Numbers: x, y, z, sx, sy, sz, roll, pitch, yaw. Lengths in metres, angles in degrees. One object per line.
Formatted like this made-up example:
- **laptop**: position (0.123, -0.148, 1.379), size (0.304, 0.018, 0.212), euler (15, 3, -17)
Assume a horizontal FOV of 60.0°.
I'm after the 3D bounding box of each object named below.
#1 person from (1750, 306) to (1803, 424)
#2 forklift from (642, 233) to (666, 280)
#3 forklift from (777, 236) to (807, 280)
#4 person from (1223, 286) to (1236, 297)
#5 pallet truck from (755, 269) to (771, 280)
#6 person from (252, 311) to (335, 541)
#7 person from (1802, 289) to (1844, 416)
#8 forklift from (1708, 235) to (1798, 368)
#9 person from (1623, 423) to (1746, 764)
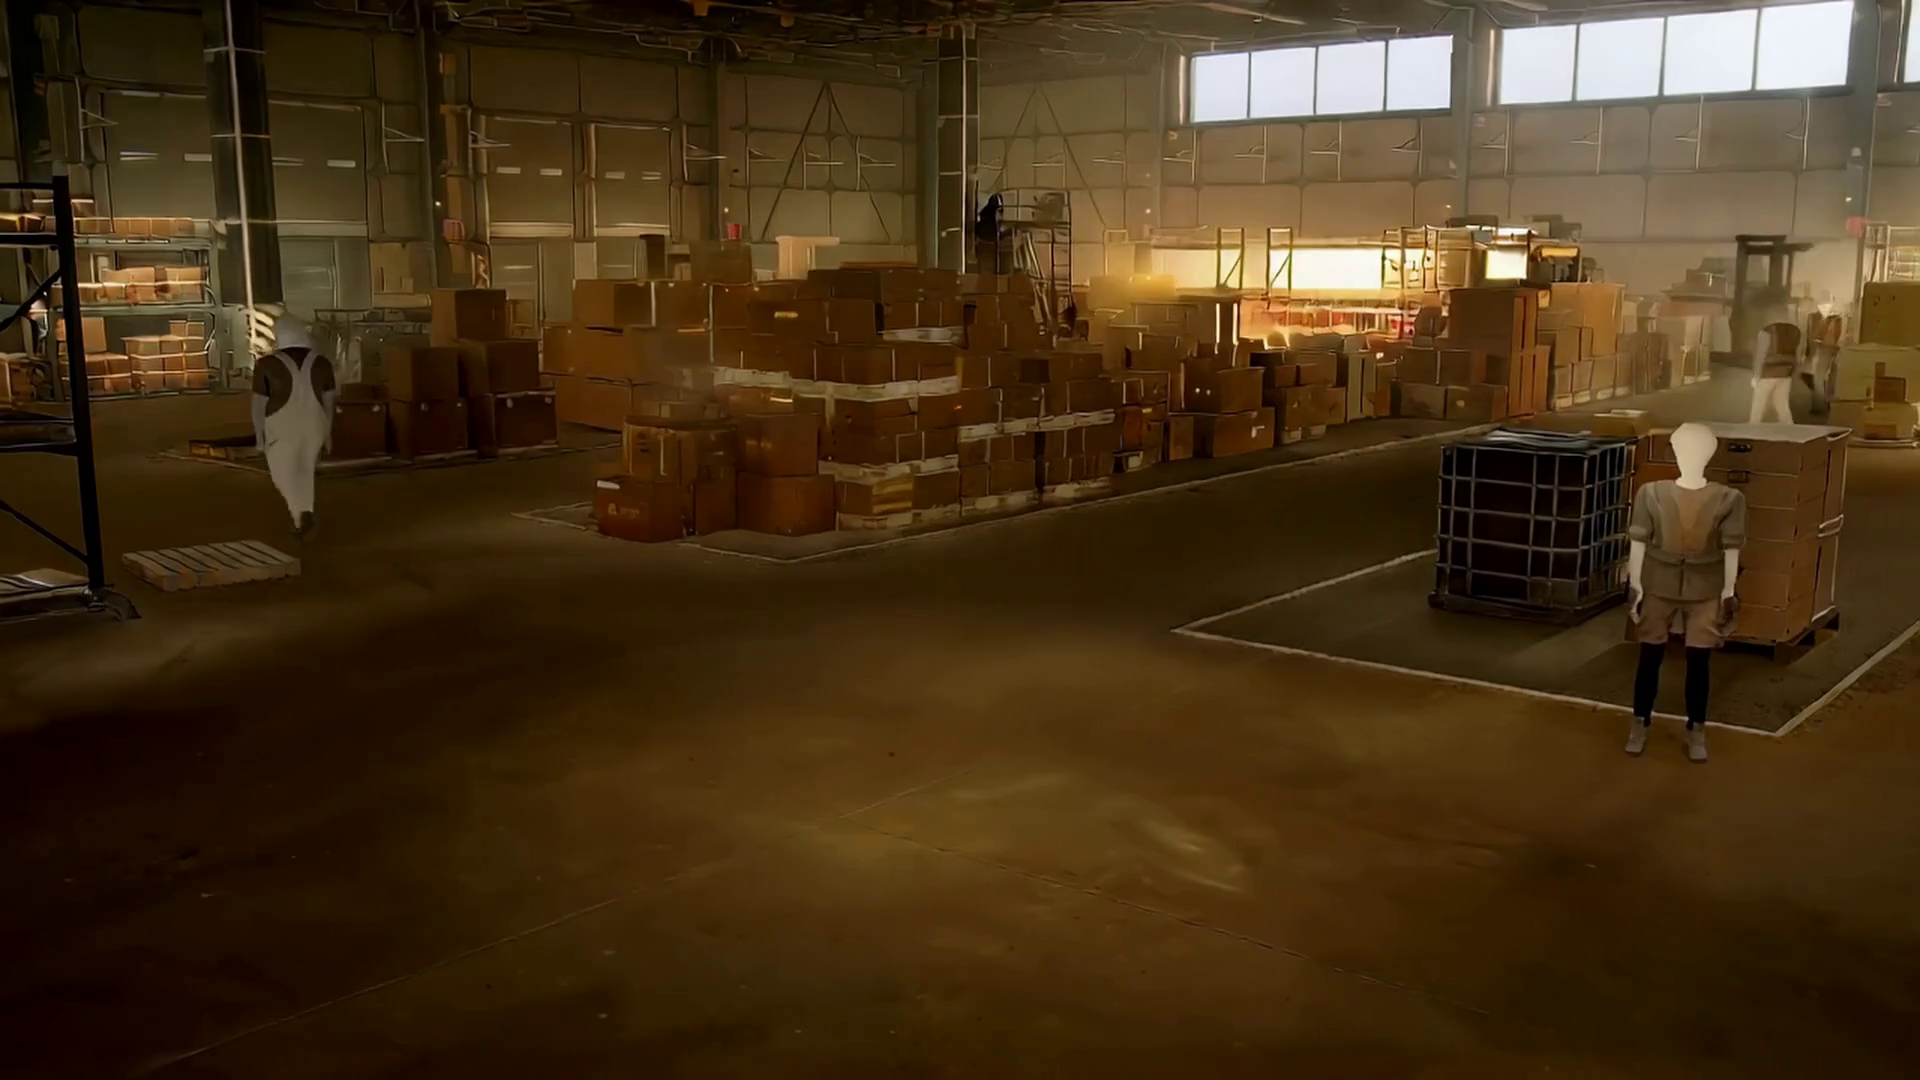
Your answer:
- **person**: position (10.714, -2.163, 21.821), size (0.686, 1.797, 0.807), euler (-2, 10, -12)
- **forklift**: position (-5.931, -4.602, 32.595), size (1.873, 2.768, 1.129), euler (-2, 10, -10)
- **forklift**: position (-4.015, -5.887, 39.913), size (1.873, 2.768, 1.129), euler (4, 11, 20)
- **person**: position (4.655, -3.539, 29.409), size (1.018, 1.892, 0.638), euler (-7, 12, -34)
- **pallet truck**: position (-4.996, -6.432, 45.525), size (1.885, 1.965, 0.823), euler (-6, 12, -32)
- **person**: position (-5.758, -0.993, 14.436), size (0.687, 2.000, 0.845), euler (-9, 14, -43)
- **person**: position (13.089, -2.841, 25.282), size (0.402, 1.919, 0.573), euler (-6, 12, -32)
- **forklift**: position (17.013, -5.122, 35.554), size (1.129, 2.768, 1.873), euler (0, 10, 0)
- **person**: position (3.583, 0.263, 8.265), size (0.533, 1.697, 0.318), euler (4, 11, 23)
